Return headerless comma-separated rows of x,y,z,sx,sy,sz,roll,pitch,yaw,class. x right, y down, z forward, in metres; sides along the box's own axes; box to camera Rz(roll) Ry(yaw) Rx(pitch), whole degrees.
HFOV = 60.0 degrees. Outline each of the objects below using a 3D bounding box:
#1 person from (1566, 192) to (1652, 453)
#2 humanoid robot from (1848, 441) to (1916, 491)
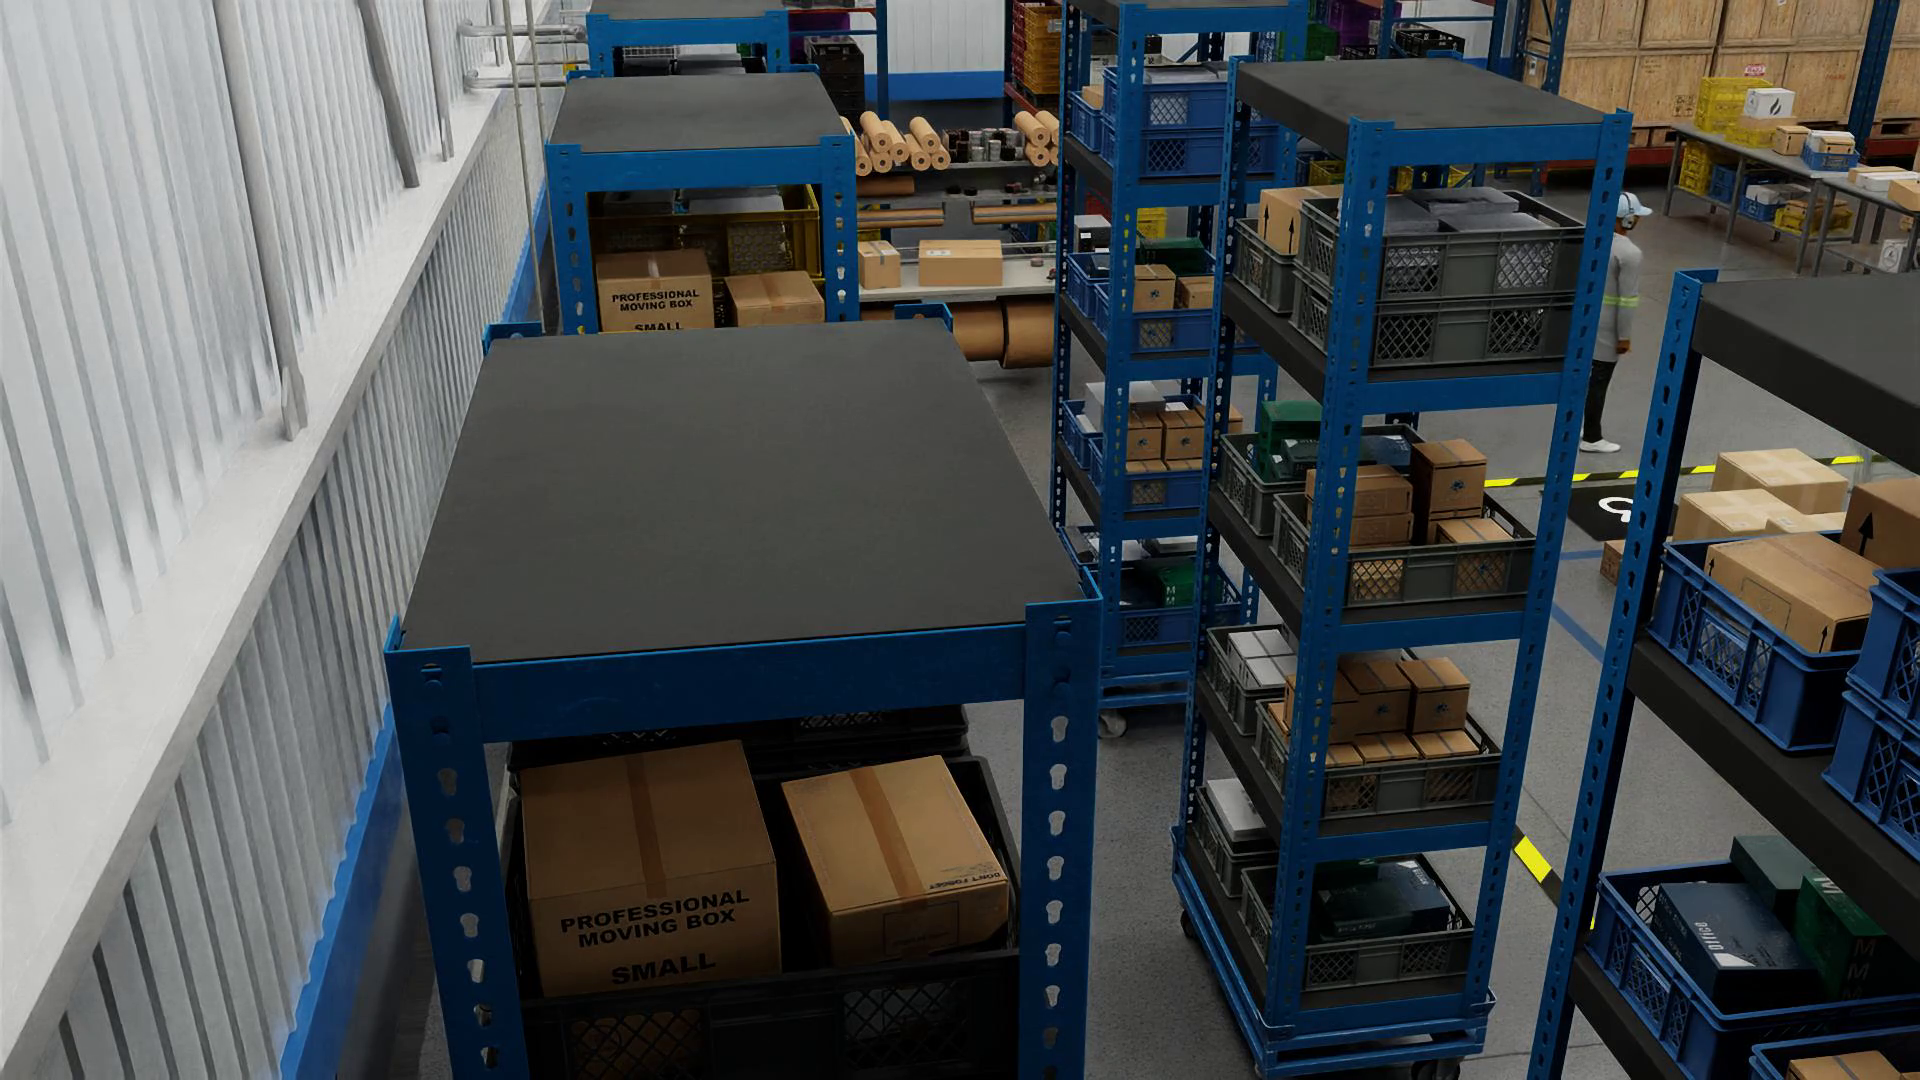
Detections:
4.553,-1.535,11.741,0.397,1.852,0.589,-7,26,-16,person
6.182,-0.997,10.773,1.066,1.745,0.539,-12,27,-24,humanoid robot
